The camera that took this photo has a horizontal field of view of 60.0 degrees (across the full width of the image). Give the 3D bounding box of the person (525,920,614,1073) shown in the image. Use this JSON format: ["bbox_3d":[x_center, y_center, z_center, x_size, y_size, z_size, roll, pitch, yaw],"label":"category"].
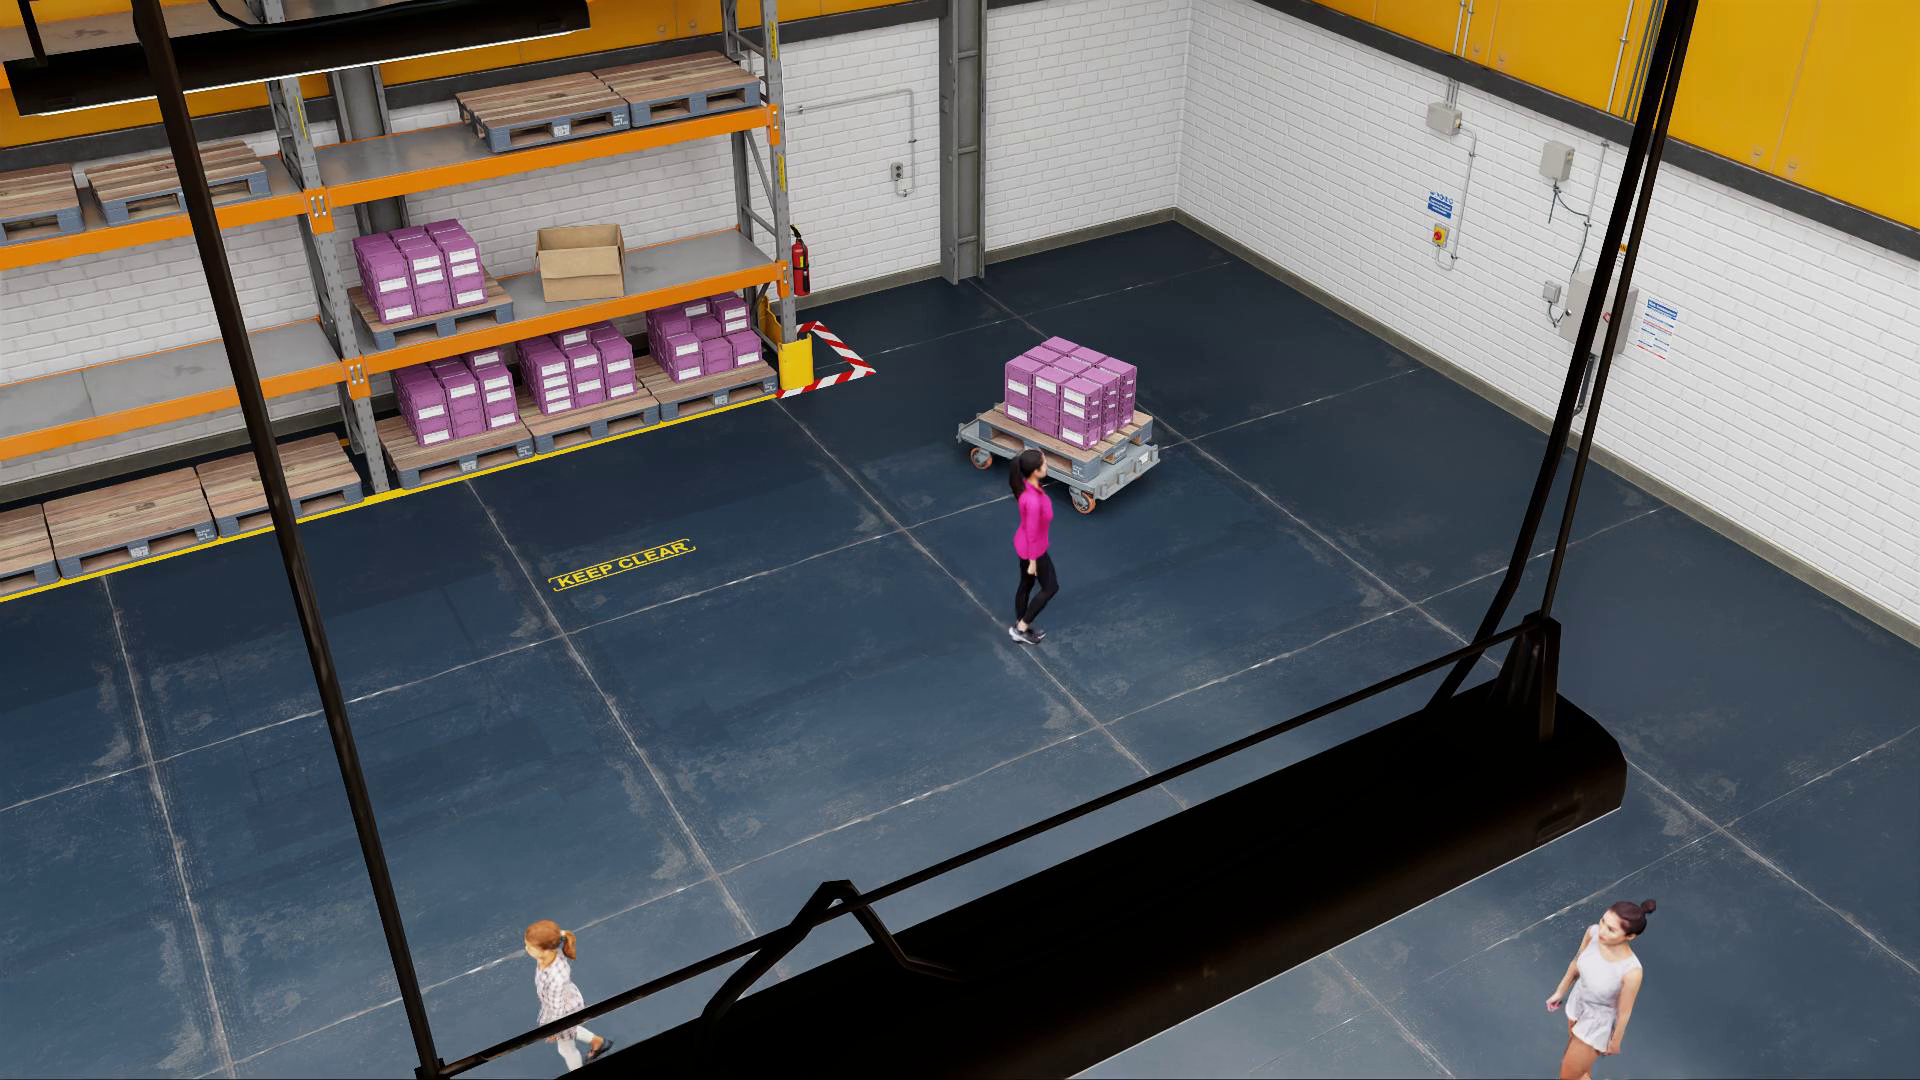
[{"bbox_3d":[-2.106,2.528,9.056,0.661,1.303,0.564,-12,35,-17],"label":"person"}]

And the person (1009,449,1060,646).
[{"bbox_3d":[0.448,0.071,12.404,0.693,1.689,0.662,-6,34,-8],"label":"person"}]

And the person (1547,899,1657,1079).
[{"bbox_3d":[3.447,2.494,8.838,0.661,1.602,0.646,-6,34,-9],"label":"person"}]
